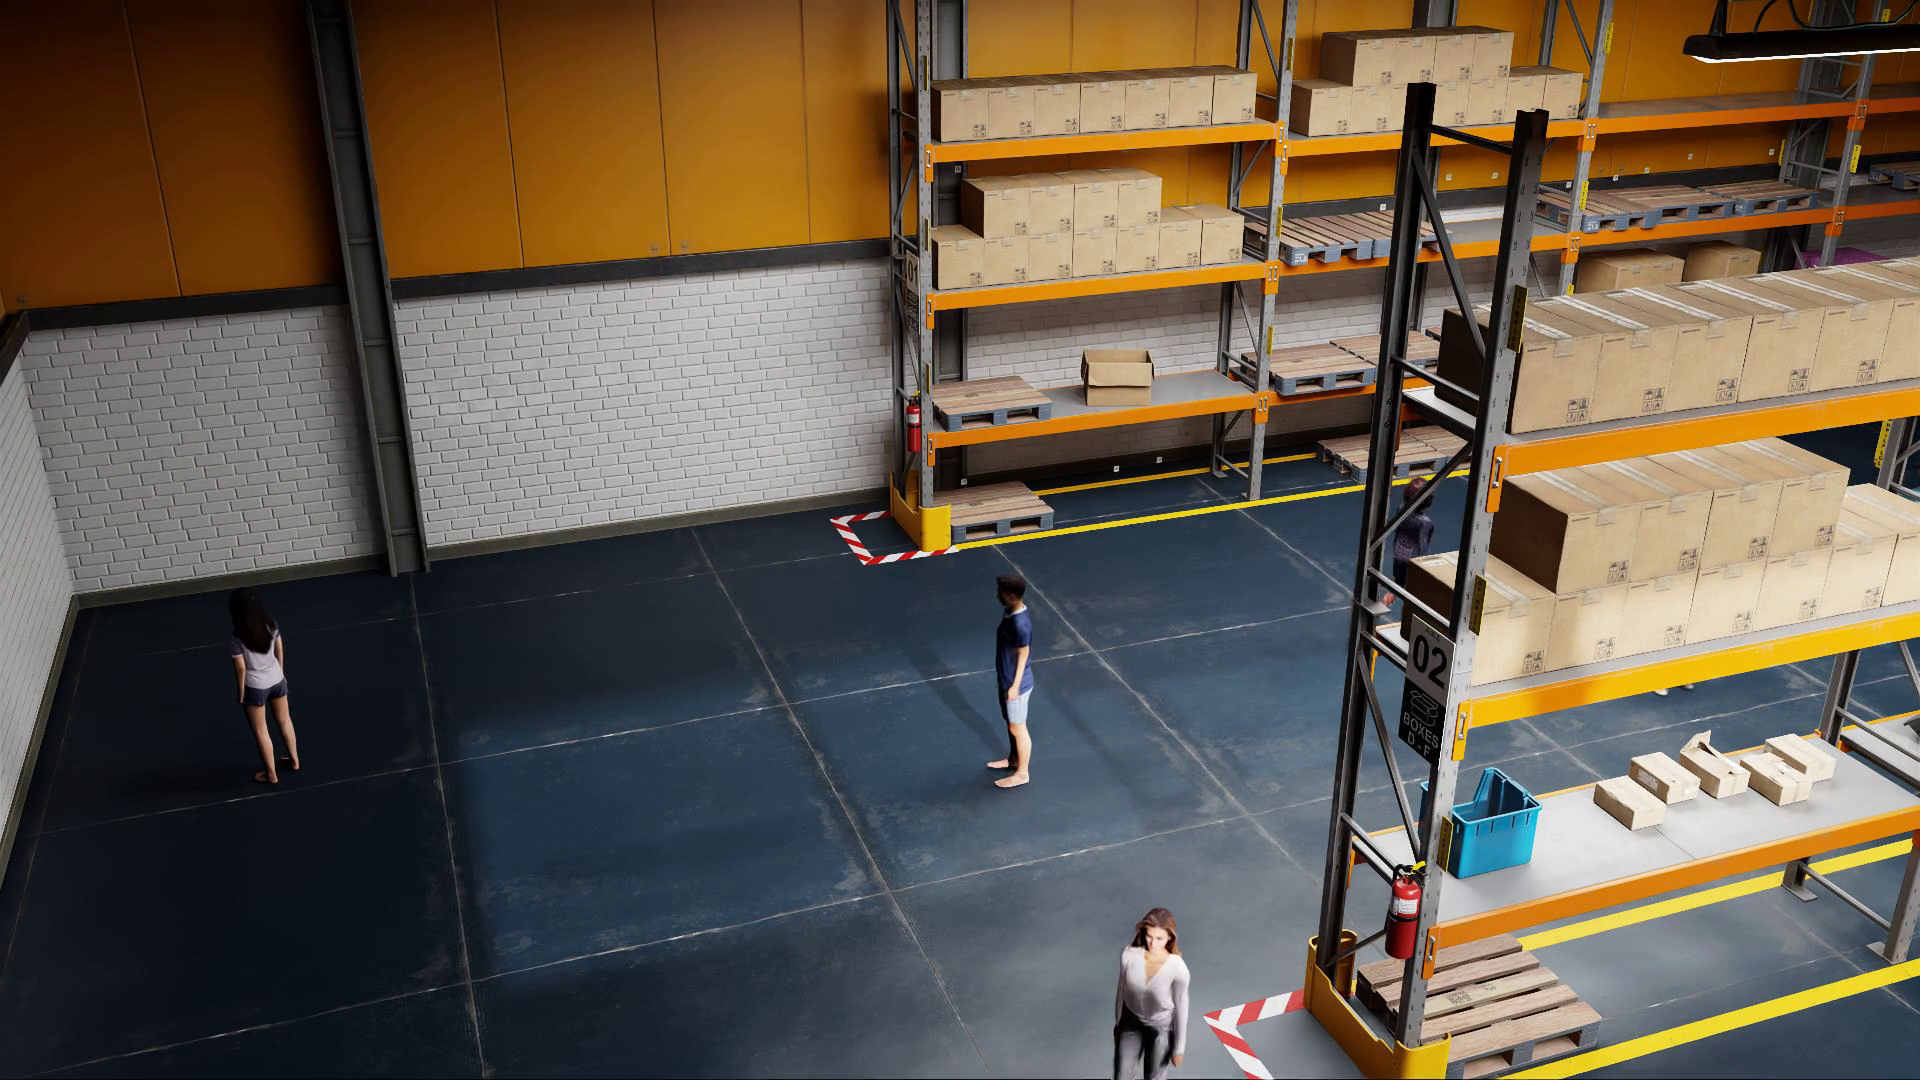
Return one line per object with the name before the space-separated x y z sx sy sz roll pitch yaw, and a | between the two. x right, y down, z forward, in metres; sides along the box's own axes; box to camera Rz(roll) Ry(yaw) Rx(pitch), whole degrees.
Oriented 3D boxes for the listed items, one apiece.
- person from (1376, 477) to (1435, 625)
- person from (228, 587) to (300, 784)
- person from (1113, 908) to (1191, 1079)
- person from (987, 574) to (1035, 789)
person | 4.141 0.227 15.564 0.898 1.687 0.680 -11 26 -24
person | -5.636 1.154 13.418 0.738 1.706 0.657 14 27 28
person | 1.110 2.807 9.576 0.746 1.755 0.806 10 26 22
person | 0.440 1.105 13.362 0.617 1.842 0.662 -4 24 -8
